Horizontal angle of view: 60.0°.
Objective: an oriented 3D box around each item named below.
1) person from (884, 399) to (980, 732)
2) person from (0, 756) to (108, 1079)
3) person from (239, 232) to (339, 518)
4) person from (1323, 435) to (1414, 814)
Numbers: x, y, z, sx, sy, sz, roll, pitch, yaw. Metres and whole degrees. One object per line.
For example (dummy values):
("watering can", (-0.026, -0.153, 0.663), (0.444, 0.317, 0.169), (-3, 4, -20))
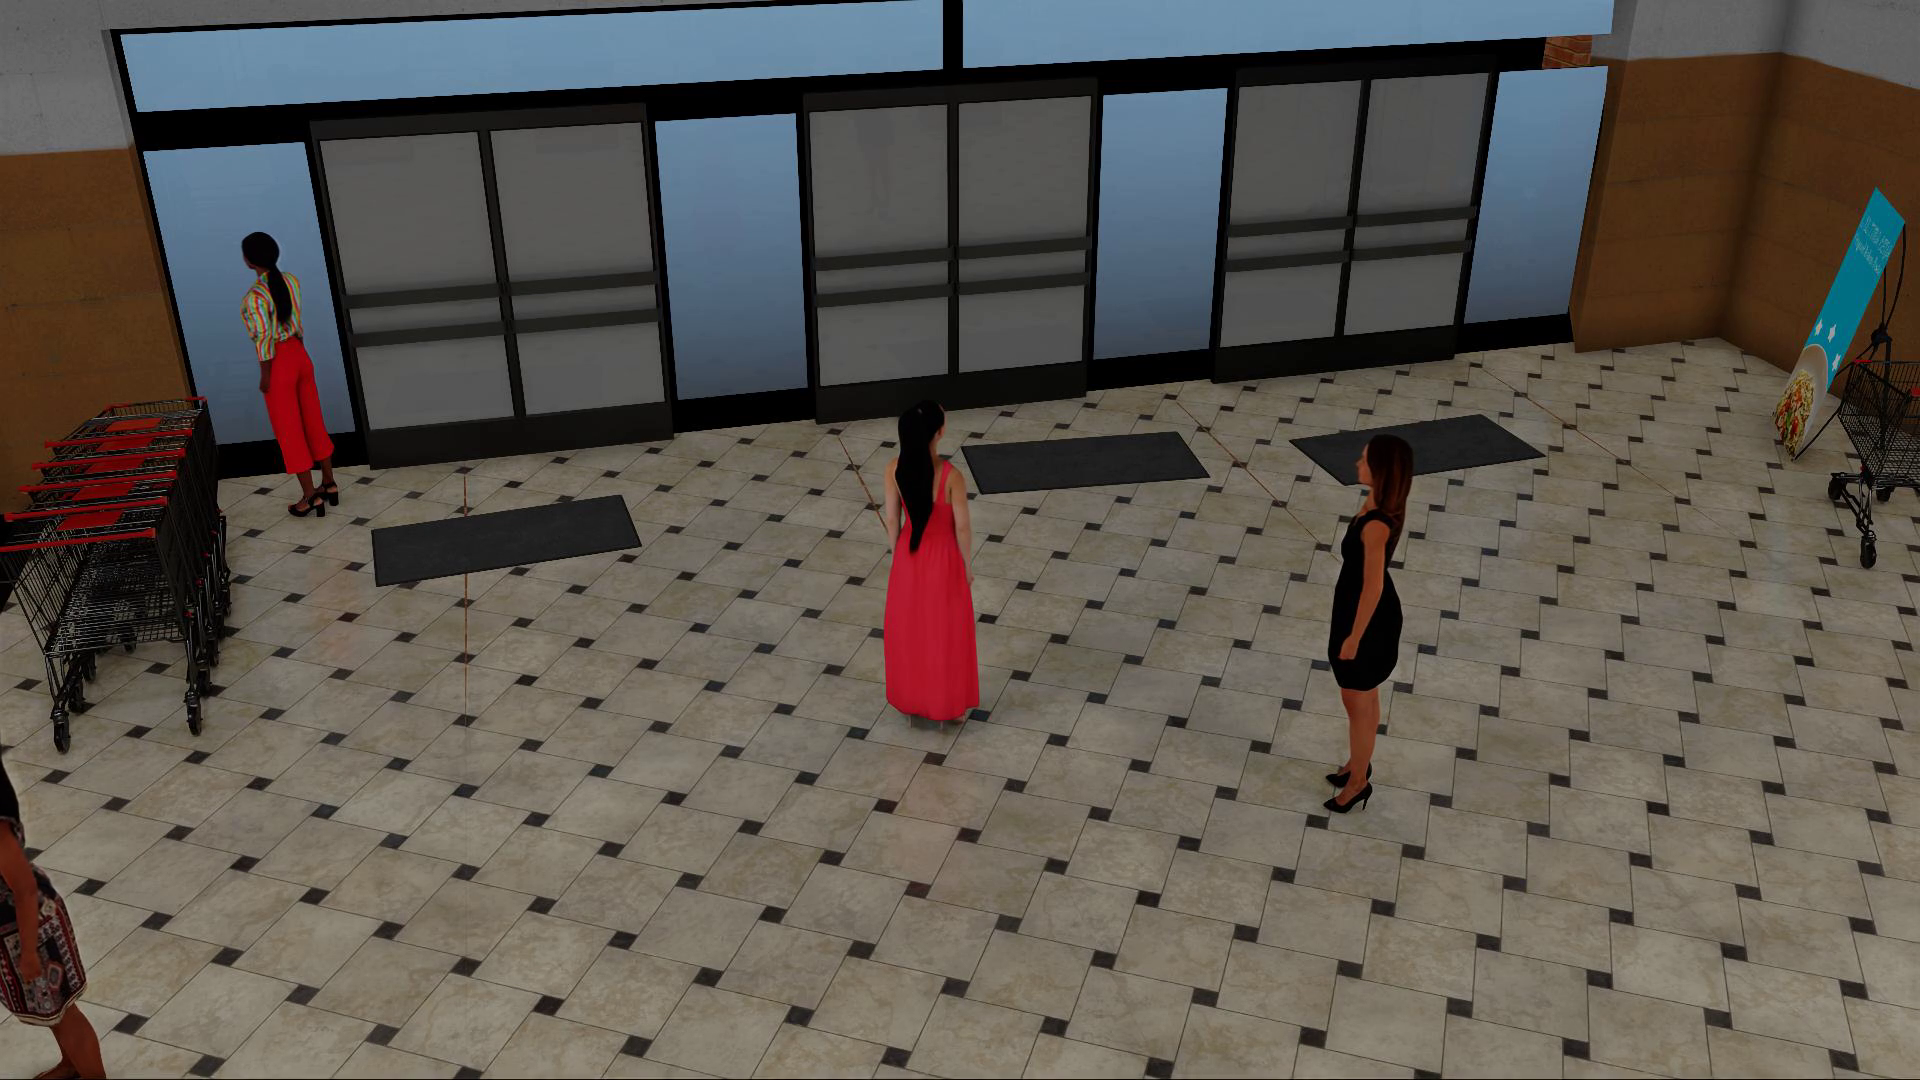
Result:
("person", (-0.150, 0.136, 7.929), (0.716, 1.727, 0.752), (10, 29, 19))
("person", (-3.224, 1.325, 5.706), (0.784, 1.617, 0.637), (-22, 34, -37))
("person", (-4.082, -0.994, 10.085), (0.742, 1.792, 0.637), (8, 28, 15))
("person", (1.783, 0.390, 7.310), (0.732, 1.834, 0.640), (9, 28, 18))
